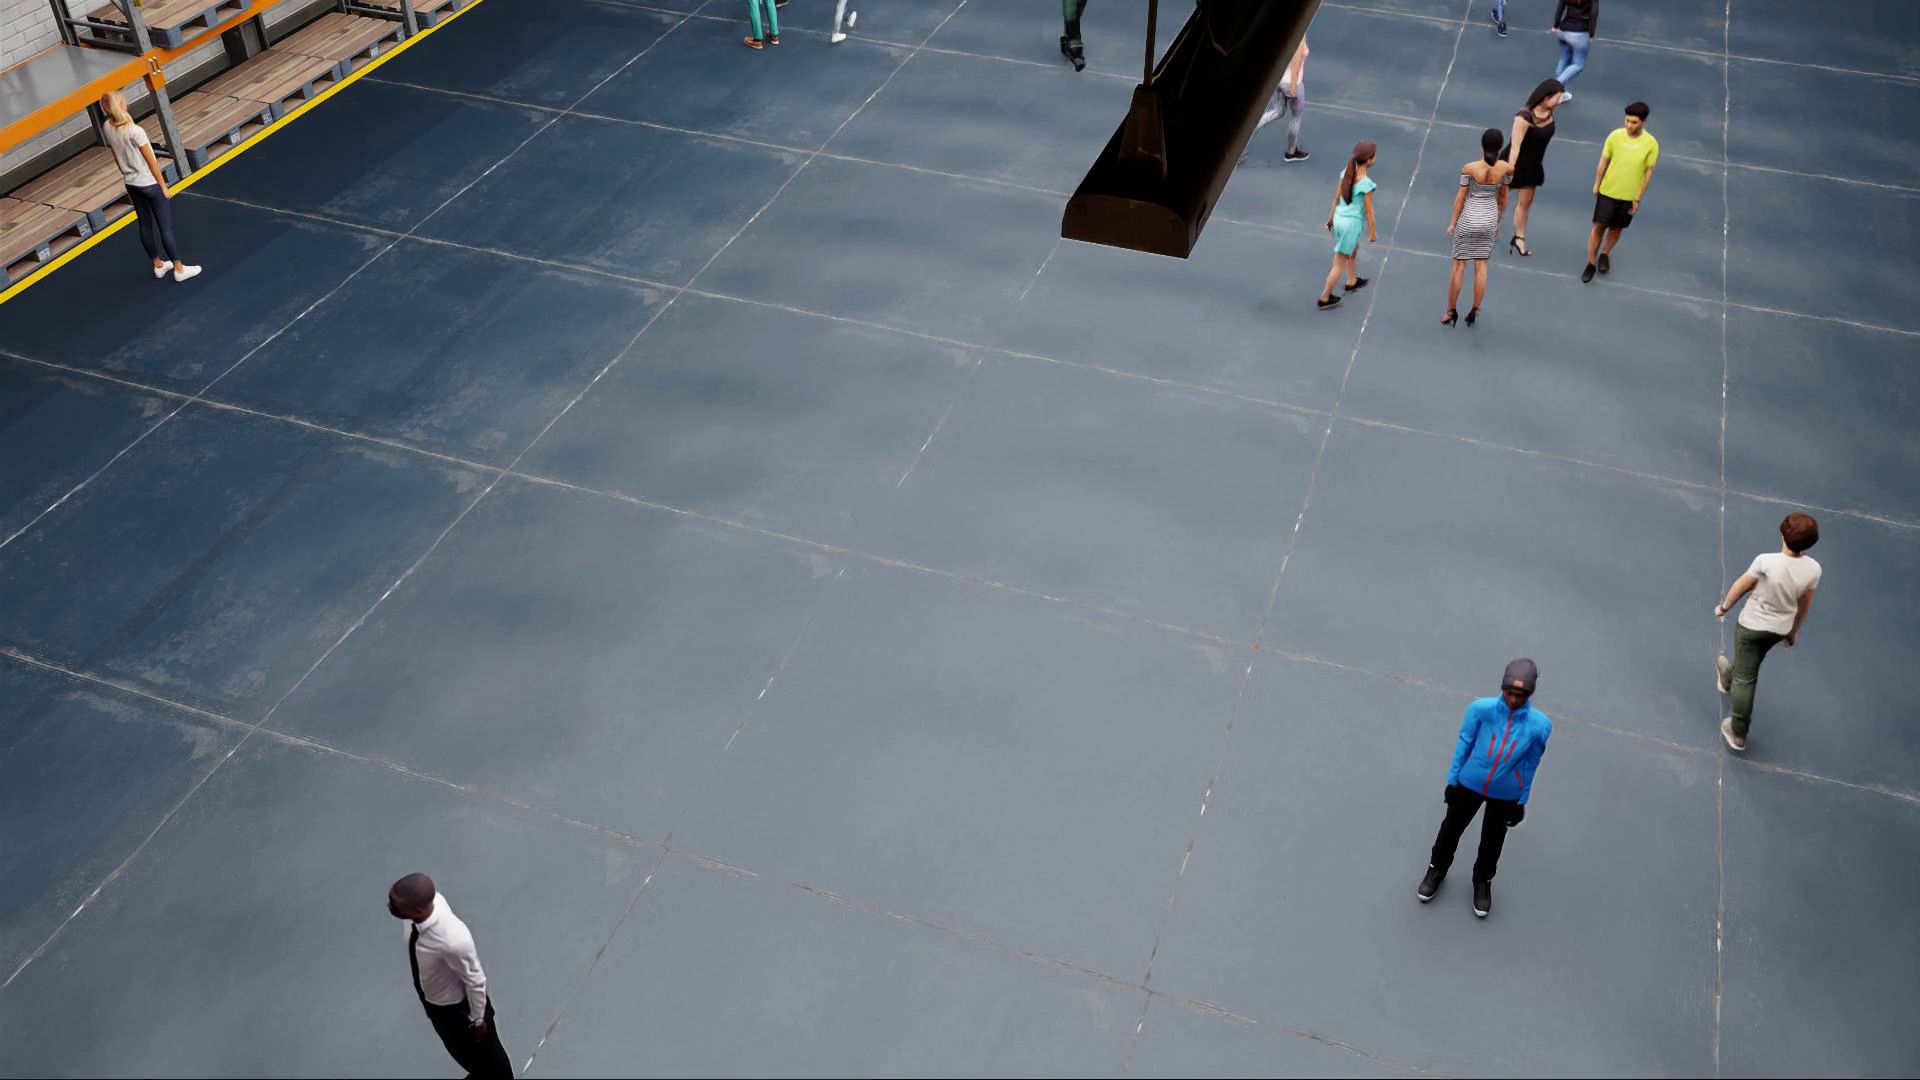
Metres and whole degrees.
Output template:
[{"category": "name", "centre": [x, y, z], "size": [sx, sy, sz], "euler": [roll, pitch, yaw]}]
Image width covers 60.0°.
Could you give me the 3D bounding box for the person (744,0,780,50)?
[{"category": "person", "centre": [-2.341, -6.577, 19.156], "size": [0.654, 1.767, 0.771], "euler": [-27, 46, -29]}]

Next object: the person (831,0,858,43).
[{"category": "person", "centre": [-1.442, -6.446, 19.391], "size": [0.639, 1.270, 0.916], "euler": [20, 43, 23]}]

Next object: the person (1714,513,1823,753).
[{"category": "person", "centre": [4.983, 0.604, 10.283], "size": [0.783, 1.618, 1.099], "euler": [2, 39, 2]}]

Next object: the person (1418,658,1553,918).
[{"category": "person", "centre": [2.934, 1.347, 9.213], "size": [0.594, 1.794, 0.525], "euler": [13, 40, 16]}]

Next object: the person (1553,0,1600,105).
[{"category": "person", "centre": [6.536, -5.397, 17.797], "size": [0.997, 1.619, 0.900], "euler": [-24, 44, -27]}]

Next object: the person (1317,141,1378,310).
[{"category": "person", "centre": [3.335, -2.726, 14.521], "size": [0.945, 1.534, 0.872], "euler": [-17, 42, -20]}]

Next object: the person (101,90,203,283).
[{"category": "person", "centre": [-7.287, -3.158, 14.842], "size": [0.583, 1.808, 0.495], "euler": [13, 40, 16]}]

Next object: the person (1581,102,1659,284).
[{"category": "person", "centre": [5.957, -3.181, 14.973], "size": [0.625, 1.681, 0.806], "euler": [15, 41, 18]}]

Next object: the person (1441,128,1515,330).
[{"category": "person", "centre": [4.406, -2.654, 14.200], "size": [0.665, 1.822, 0.639], "euler": [0, 39, 0]}]

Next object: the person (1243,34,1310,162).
[{"category": "person", "centre": [3.228, -4.594, 16.721], "size": [0.968, 1.708, 1.005], "euler": [-9, 39, -11]}]

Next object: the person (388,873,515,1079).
[{"category": "person", "centre": [-2.446, 2.220, 8.087], "size": [0.689, 1.833, 0.719], "euler": [-32, 48, -33]}]

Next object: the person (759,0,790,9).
[{"category": "person", "centre": [-2.298, -7.157, 20.150], "size": [0.642, 1.434, 0.737], "euler": [24, 45, 27]}]

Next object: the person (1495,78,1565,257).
[{"category": "person", "centre": [5.092, -3.473, 15.348], "size": [1.006, 1.669, 1.052], "euler": [-23, 44, -26]}]
